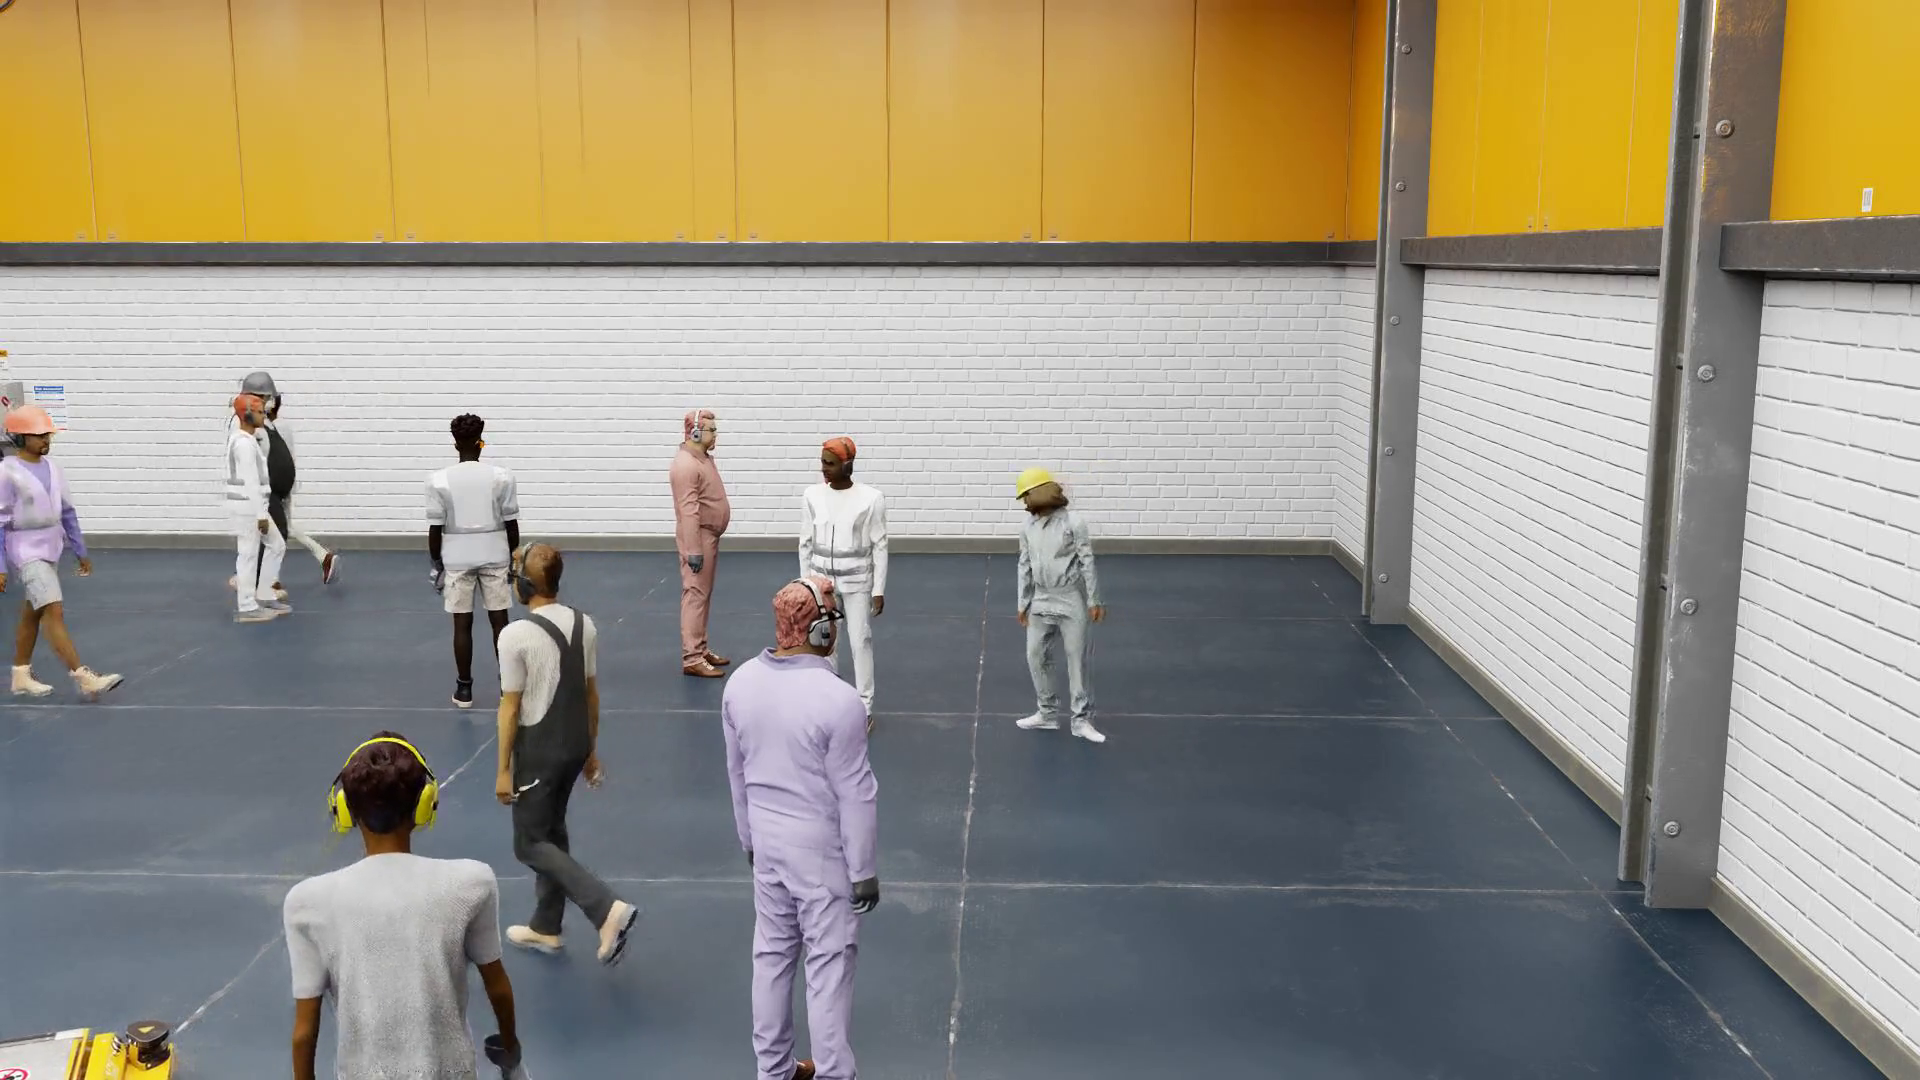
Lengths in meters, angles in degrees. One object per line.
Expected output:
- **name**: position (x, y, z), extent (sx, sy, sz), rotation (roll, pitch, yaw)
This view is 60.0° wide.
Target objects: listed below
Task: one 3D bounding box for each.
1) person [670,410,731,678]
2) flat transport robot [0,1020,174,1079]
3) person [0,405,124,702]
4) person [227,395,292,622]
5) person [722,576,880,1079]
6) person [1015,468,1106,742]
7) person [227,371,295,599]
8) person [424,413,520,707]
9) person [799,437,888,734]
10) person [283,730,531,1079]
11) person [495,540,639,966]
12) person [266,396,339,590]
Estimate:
- **person**: position (-1.846, 0.019, 11.925), extent (0.409, 1.905, 0.652), rotation (0, 10, -1)
- **flat transport robot**: position (-3.431, 1.925, 5.538), extent (1.431, 0.197, 0.652), rotation (-4, 11, -22)
- **person**: position (-6.060, 0.100, 11.160), extent (0.983, 2.000, 0.635), rotation (1, 10, 8)
- **person**: position (-5.709, -0.256, 13.632), extent (0.571, 1.867, 0.605), rotation (-4, 10, -22)
- **person**: position (-0.513, 1.069, 5.782), extent (0.651, 1.907, 0.405), rotation (8, 12, 39)
- **person**: position (0.636, 0.405, 10.275), extent (0.639, 1.697, 0.339), rotation (6, 11, 32)
- **person**: position (-6.035, -0.469, 14.387), extent (0.541, 2.000, 0.682), rotation (-3, 10, -18)
- **person**: position (-3.226, 0.137, 11.070), extent (0.602, 1.961, 0.371), rotation (-3, 10, -19)
- **person**: position (-0.735, 0.290, 10.401), extent (0.585, 1.882, 0.340), rotation (4, 10, 20)
- **person**: position (-1.366, 1.374, 4.205), extent (0.534, 1.837, 0.816), rotation (-2, 10, -10)
- **person**: position (-1.667, 0.907, 6.957), extent (0.680, 1.824, 0.509), rotation (5, 11, 26)
- **person**: position (-6.003, -0.447, 14.818), extent (0.716, 1.847, 0.520), rotation (0, 10, -1)
